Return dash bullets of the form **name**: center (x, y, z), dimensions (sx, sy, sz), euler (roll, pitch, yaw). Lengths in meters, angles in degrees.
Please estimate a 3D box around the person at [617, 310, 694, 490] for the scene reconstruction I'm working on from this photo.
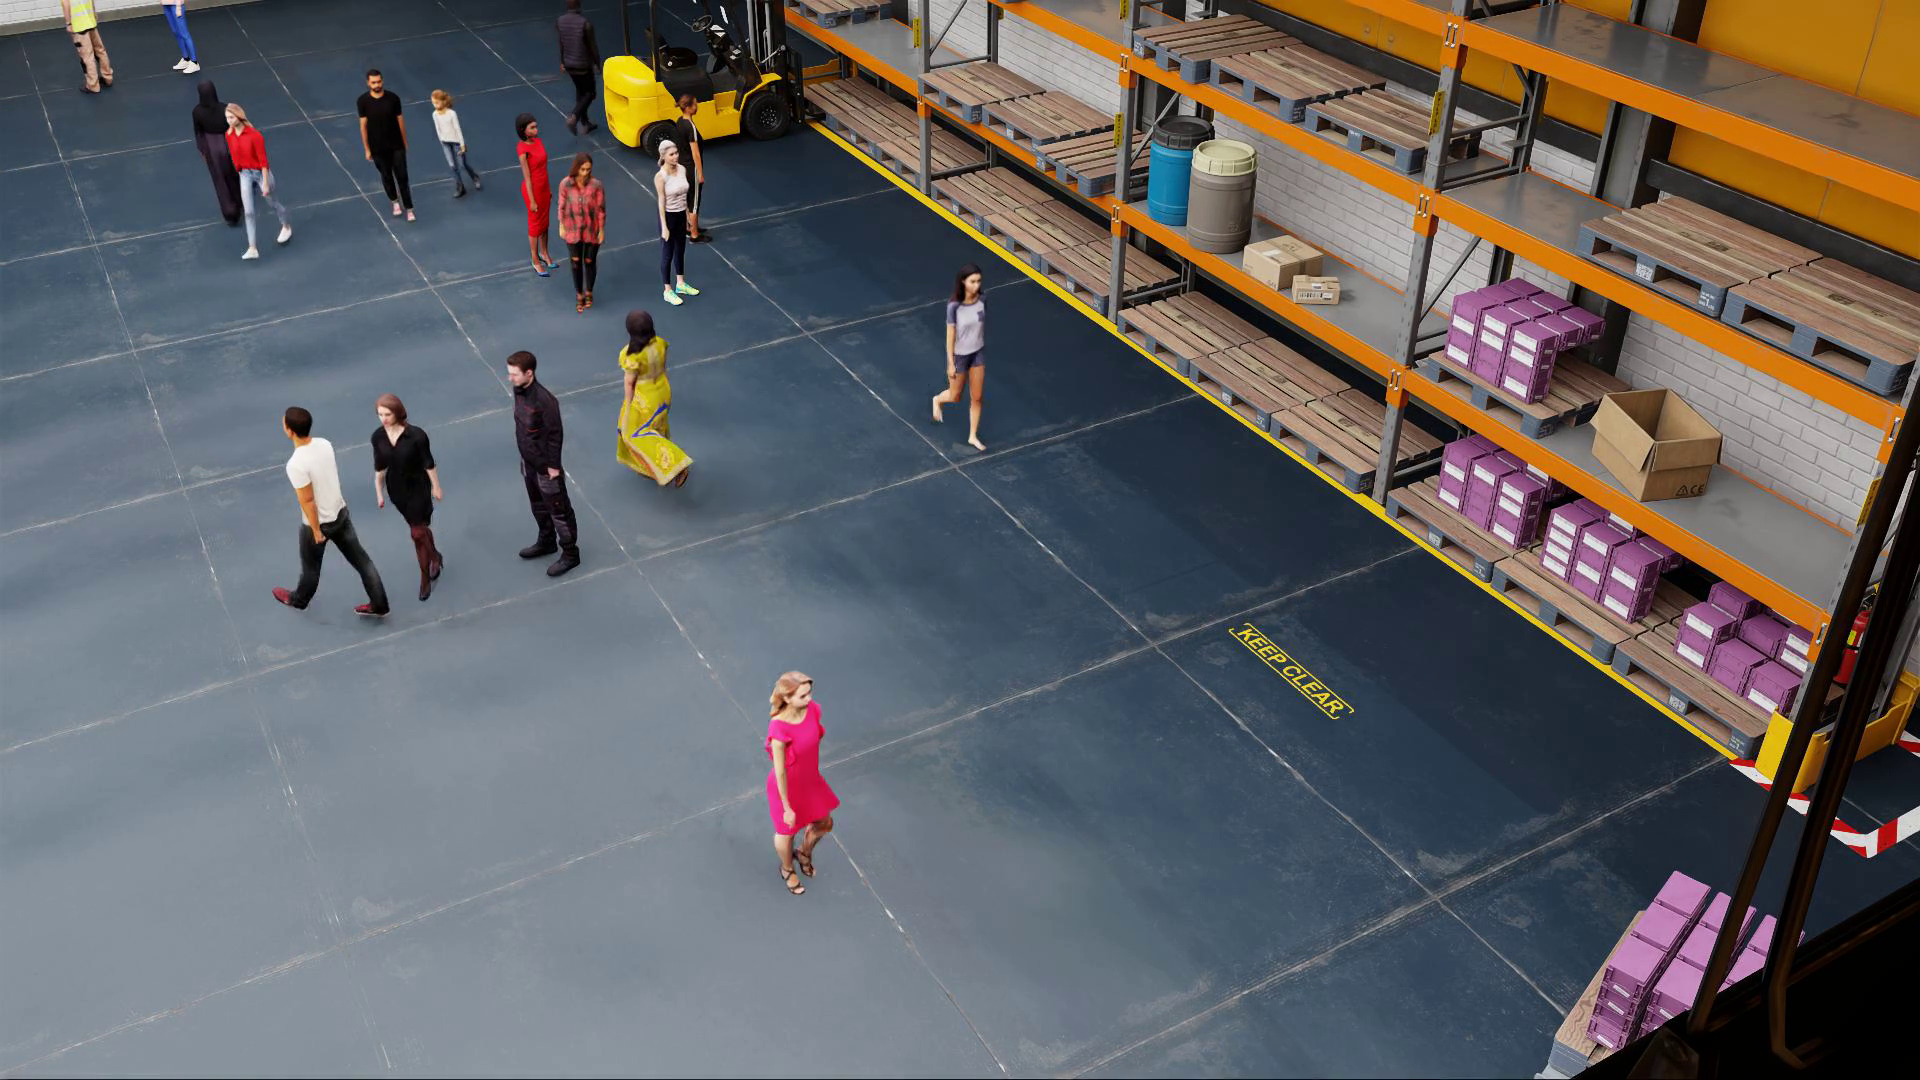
- **person**: center (-2.556, -1.132, 13.908), dimensions (1.239, 1.640, 1.096), euler (17, 37, 24)

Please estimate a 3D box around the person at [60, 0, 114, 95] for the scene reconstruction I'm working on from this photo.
- **person**: center (-11.944, -7.039, 22.608), dimensions (0.912, 1.847, 0.856), euler (10, 35, 15)

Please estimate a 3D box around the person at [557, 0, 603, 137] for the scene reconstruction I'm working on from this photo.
- **person**: center (-4.847, -5.971, 21.028), dimensions (1.018, 1.816, 1.038), euler (15, 36, 21)

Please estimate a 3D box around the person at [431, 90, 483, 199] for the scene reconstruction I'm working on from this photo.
- **person**: center (-5.924, -4.679, 19.554), dimensions (0.729, 1.297, 0.790), euler (7, 34, 10)

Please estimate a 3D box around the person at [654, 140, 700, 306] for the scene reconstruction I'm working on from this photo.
- **person**: center (-2.952, -3.290, 17.099), dimensions (0.685, 1.701, 0.676), euler (19, 38, 26)

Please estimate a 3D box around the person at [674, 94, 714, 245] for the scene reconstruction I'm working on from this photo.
- **person**: center (-2.983, -4.105, 18.354), dimensions (0.644, 1.668, 0.463), euler (-16, 37, -23)

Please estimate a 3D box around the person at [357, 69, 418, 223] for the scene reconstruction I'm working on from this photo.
- **person**: center (-6.536, -4.505, 18.904), dimensions (0.765, 1.726, 1.079), euler (-10, 35, -15)

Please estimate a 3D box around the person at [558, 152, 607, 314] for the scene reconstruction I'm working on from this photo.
- **person**: center (-3.811, -3.161, 16.933), dimensions (0.765, 1.670, 0.771), euler (-1, 34, -2)

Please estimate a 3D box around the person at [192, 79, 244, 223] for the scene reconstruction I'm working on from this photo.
- **person**: center (-8.407, -4.403, 18.862), dimensions (0.701, 1.603, 1.111), euler (-13, 36, -18)

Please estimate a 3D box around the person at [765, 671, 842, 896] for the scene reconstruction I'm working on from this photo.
- **person**: center (-1.058, 1.439, 9.970), dimensions (0.702, 1.718, 0.668), euler (25, 41, 32)

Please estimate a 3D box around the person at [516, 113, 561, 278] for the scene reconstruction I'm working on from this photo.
- **person**: center (-4.491, -3.667, 17.629), dimensions (0.703, 1.743, 0.644), euler (9, 35, 13)

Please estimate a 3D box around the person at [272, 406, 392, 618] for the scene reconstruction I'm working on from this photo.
- **person**: center (-4.610, -0.148, 12.322), dimensions (1.182, 1.757, 1.122), euler (8, 34, 12)

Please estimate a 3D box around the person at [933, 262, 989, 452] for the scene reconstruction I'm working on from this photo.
- **person**: center (0.005, -1.634, 14.596), dimensions (0.651, 1.715, 0.928), euler (-22, 40, -30)

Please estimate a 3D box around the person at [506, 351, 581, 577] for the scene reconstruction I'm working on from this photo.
- **person**: center (-3.259, -0.629, 12.906), dimensions (0.802, 1.910, 0.616), euler (-28, 43, -35)

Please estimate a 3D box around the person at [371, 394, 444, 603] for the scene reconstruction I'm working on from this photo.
- **person**: center (-4.185, -0.414, 12.783), dimensions (0.825, 1.688, 0.898), euler (5, 34, 7)

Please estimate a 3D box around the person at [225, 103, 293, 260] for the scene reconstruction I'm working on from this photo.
- **person**: center (-7.612, -3.946, 18.127), dimensions (1.048, 1.656, 1.185), euler (4, 34, 6)

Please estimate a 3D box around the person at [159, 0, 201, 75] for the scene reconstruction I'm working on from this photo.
- **person**: center (-11.025, -7.474, 23.332), dimensions (0.603, 1.769, 0.773), euler (26, 41, 33)
